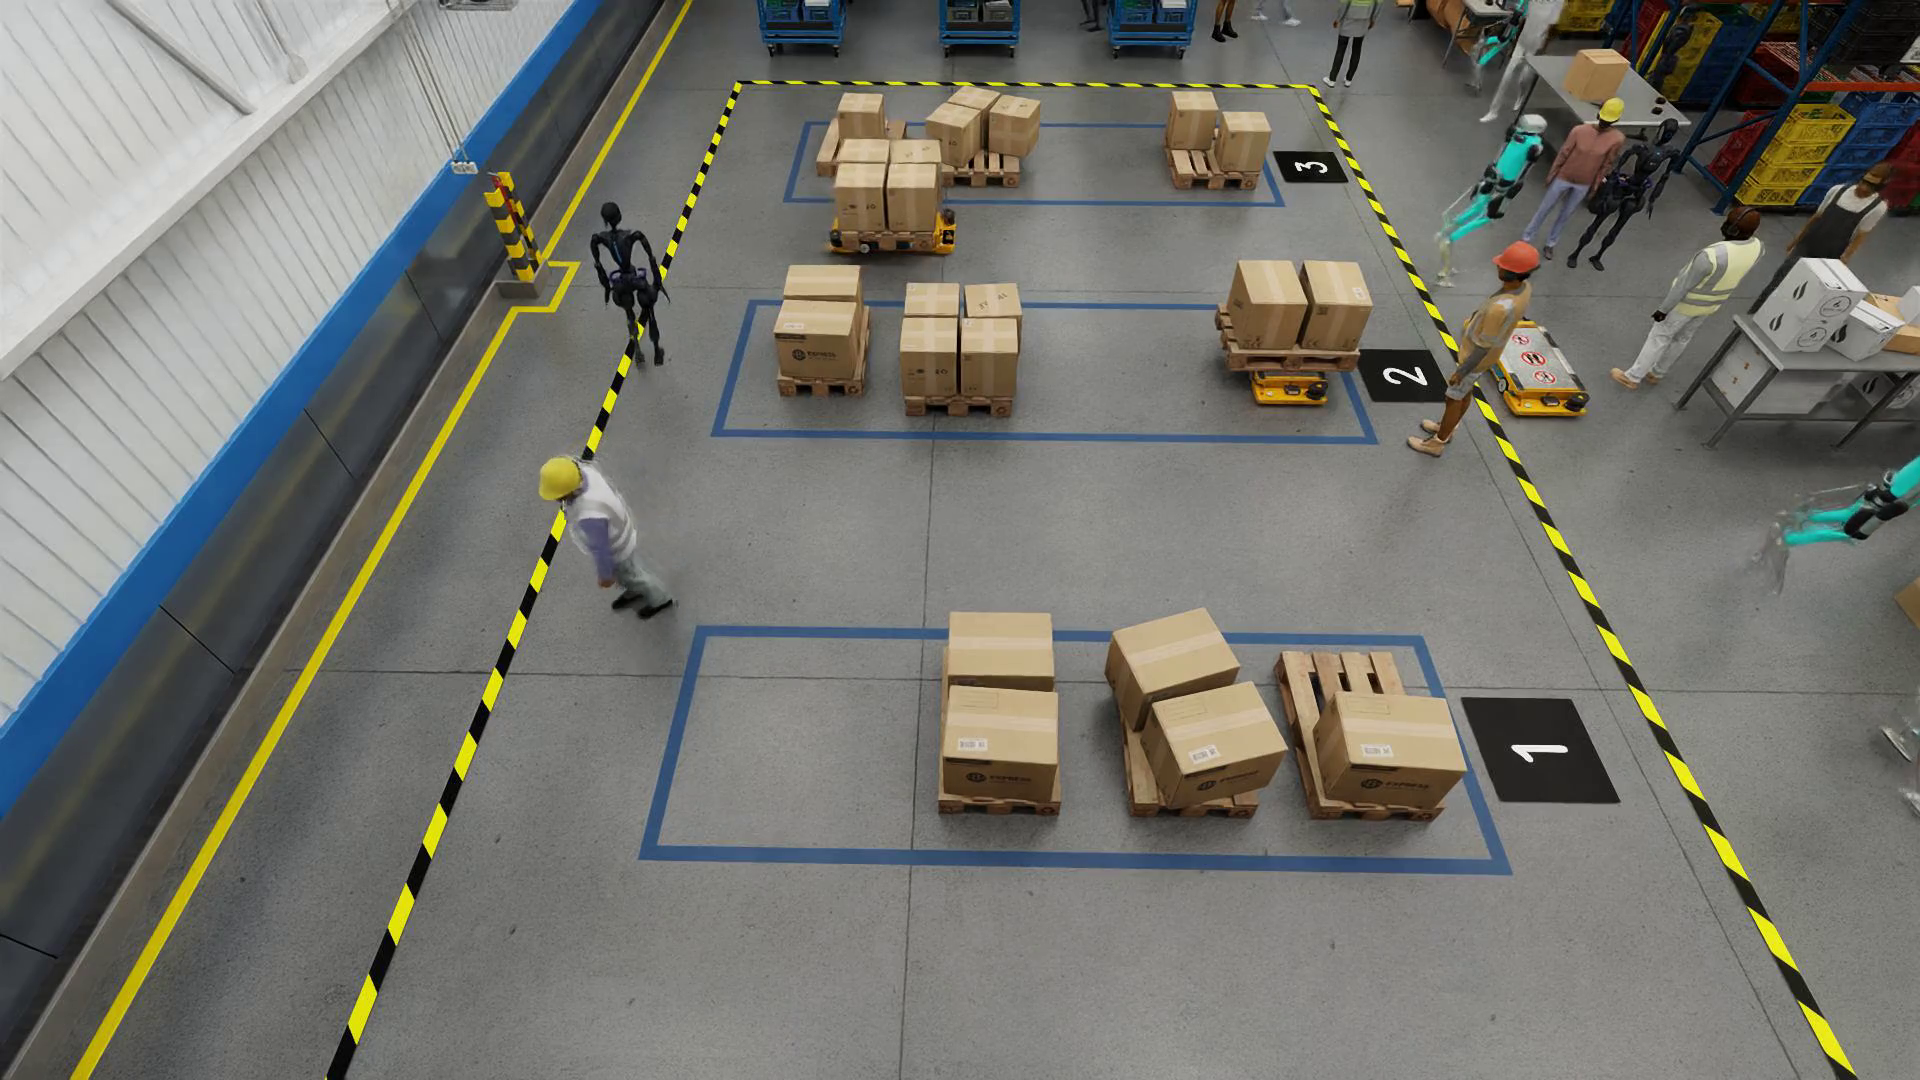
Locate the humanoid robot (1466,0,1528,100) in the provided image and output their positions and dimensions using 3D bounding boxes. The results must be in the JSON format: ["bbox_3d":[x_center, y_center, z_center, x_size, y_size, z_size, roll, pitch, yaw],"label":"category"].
[{"bbox_3d":[7.456,-7.054,12.685,0.531,1.792,0.799,-37,58,-27],"label":"humanoid robot"}]

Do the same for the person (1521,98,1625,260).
[{"bbox_3d":[6.631,-3.878,9.900,0.532,1.765,0.328,20,52,16],"label":"person"}]

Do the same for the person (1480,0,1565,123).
[{"bbox_3d":[7.585,-6.559,12.181,0.812,1.831,0.555,-30,56,-23],"label":"person"}]

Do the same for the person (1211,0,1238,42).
[{"bbox_3d":[4.234,-8.669,13.938,0.542,1.931,0.372,-28,55,-22],"label":"person"}]

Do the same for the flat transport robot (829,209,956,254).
[{"bbox_3d":[-0.771,-3.592,10.624,1.431,0.197,0.652,1,49,1],"label":"flat transport robot"}]

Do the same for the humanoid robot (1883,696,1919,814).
[{"bbox_3d":[6.466,1.001,5.690,0.543,1.752,0.957,-6,49,-5],"label":"humanoid robot"}]

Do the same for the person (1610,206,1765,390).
[{"bbox_3d":[6.666,-2.166,8.377,0.628,1.835,0.429,-11,50,-10],"label":"person"}]

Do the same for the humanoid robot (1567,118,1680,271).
[{"bbox_3d":[7.108,-3.652,9.753,0.599,1.657,0.315,10,50,8],"label":"humanoid robot"}]

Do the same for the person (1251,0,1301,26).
[{"bbox_3d":[5.156,-9.082,14.436,0.778,1.706,0.491,7,50,6],"label":"person"}]

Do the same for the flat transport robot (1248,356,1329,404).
[{"bbox_3d":[3.175,-1.890,9.151,0.652,0.197,1.431,1,49,1],"label":"flat transport robot"}]

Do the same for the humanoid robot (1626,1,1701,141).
[{"bbox_3d":[8.983,-6.077,11.875,0.676,1.638,0.610,28,55,22],"label":"humanoid robot"}]

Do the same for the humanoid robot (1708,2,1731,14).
[{"bbox_3d":[11.318,-8.152,13.677,0.754,1.625,0.597,4,49,4],"label":"humanoid robot"}]

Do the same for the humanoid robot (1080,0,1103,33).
[{"bbox_3d":[2.113,-8.830,14.247,0.389,1.642,0.618,0,49,0],"label":"humanoid robot"}]

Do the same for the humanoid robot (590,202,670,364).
[{"bbox_3d":[-3.101,-2.409,8.686,0.608,1.642,0.343,-7,49,-6],"label":"humanoid robot"}]

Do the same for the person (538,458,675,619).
[{"bbox_3d":[-2.485,0.015,6.512,0.570,1.789,0.609,-22,53,-18],"label":"person"}]

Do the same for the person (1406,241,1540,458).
[{"bbox_3d":[4.320,-1.567,7.718,0.386,2.039,0.613,35,58,26],"label":"person"}]

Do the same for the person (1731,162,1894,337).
[{"bbox_3d":[8.472,-2.868,9.003,0.903,1.807,0.509,-27,54,-21],"label":"person"}]

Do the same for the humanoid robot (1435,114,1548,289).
[{"bbox_3d":[5.401,-3.518,9.610,0.795,1.755,0.589,-6,49,-5],"label":"humanoid robot"}]

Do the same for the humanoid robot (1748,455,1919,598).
[{"bbox_3d":[6.507,-0.274,6.833,0.785,1.805,0.532,35,58,26],"label":"humanoid robot"}]

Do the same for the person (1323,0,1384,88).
[{"bbox_3d":[5.553,-7.346,12.845,0.591,1.851,0.400,1,49,1],"label":"person"}]

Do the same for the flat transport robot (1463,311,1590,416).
[{"bbox_3d":[5.573,-1.757,9.054,0.659,0.231,1.431,1,49,1],"label":"flat transport robot"}]

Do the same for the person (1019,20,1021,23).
[{"bbox_3d":[0.789,-9.220,14.472,0.397,1.843,0.563,-2,49,-2],"label":"person"}]
